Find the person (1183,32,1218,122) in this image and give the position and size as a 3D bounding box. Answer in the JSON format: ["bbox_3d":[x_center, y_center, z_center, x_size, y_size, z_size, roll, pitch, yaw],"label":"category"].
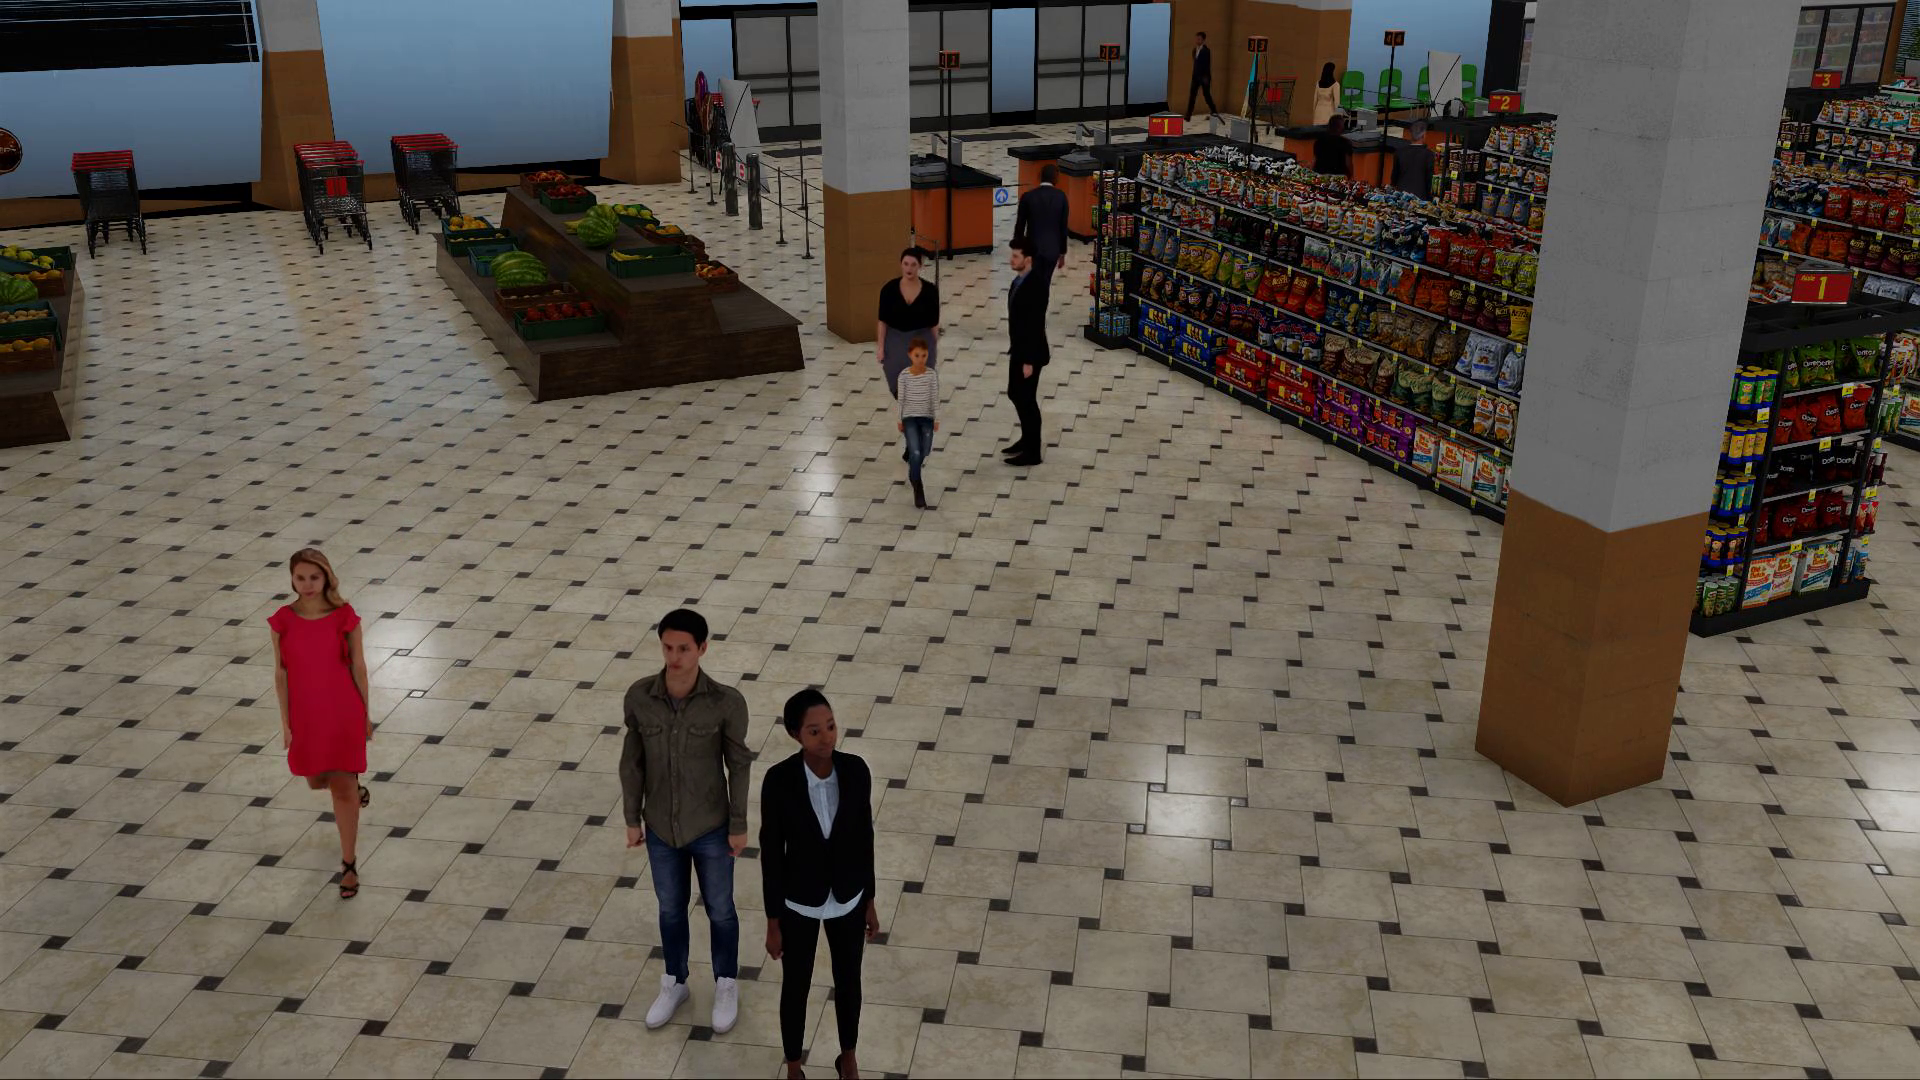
[{"bbox_3d":[4.768,-8.996,32.375,0.940,1.679,1.174,-14,26,-32],"label":"person"}]

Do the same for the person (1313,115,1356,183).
[{"bbox_3d":[4.531,-4.309,20.548,0.846,1.798,0.874,-16,27,-35],"label":"person"}]

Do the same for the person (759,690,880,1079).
[{"bbox_3d":[-0.526,1.403,6.287,0.605,1.833,0.534,-8,23,-18],"label":"person"}]

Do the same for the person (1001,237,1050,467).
[{"bbox_3d":[0.553,-1.537,13.543,0.814,1.878,0.622,-4,22,-10],"label":"person"}]

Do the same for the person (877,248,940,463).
[{"bbox_3d":[-0.426,-1.564,13.815,1.042,1.727,1.229,2,22,6],"label":"person"}]

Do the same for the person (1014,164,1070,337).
[{"bbox_3d":[0.839,-2.916,17.110,1.047,1.777,1.321,-1,22,-3],"label":"person"}]

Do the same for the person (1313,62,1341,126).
[{"bbox_3d":[6.025,-7.002,27.408,0.762,1.681,0.584,-19,29,-40],"label":"person"}]

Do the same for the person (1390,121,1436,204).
[{"bbox_3d":[5.423,-4.089,19.944,0.728,1.842,0.869,16,27,34],"label":"person"}]

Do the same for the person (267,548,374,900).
[{"bbox_3d":[-3.007,0.818,7.920,0.764,1.701,1.030,-3,22,-8],"label":"person"}]

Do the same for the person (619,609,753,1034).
[{"bbox_3d":[-1.113,1.148,6.876,0.793,1.866,0.794,3,22,7],"label":"person"}]

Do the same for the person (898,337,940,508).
[{"bbox_3d":[-0.326,-0.936,12.828,0.607,1.296,0.896,-4,22,-10],"label":"person"}]
